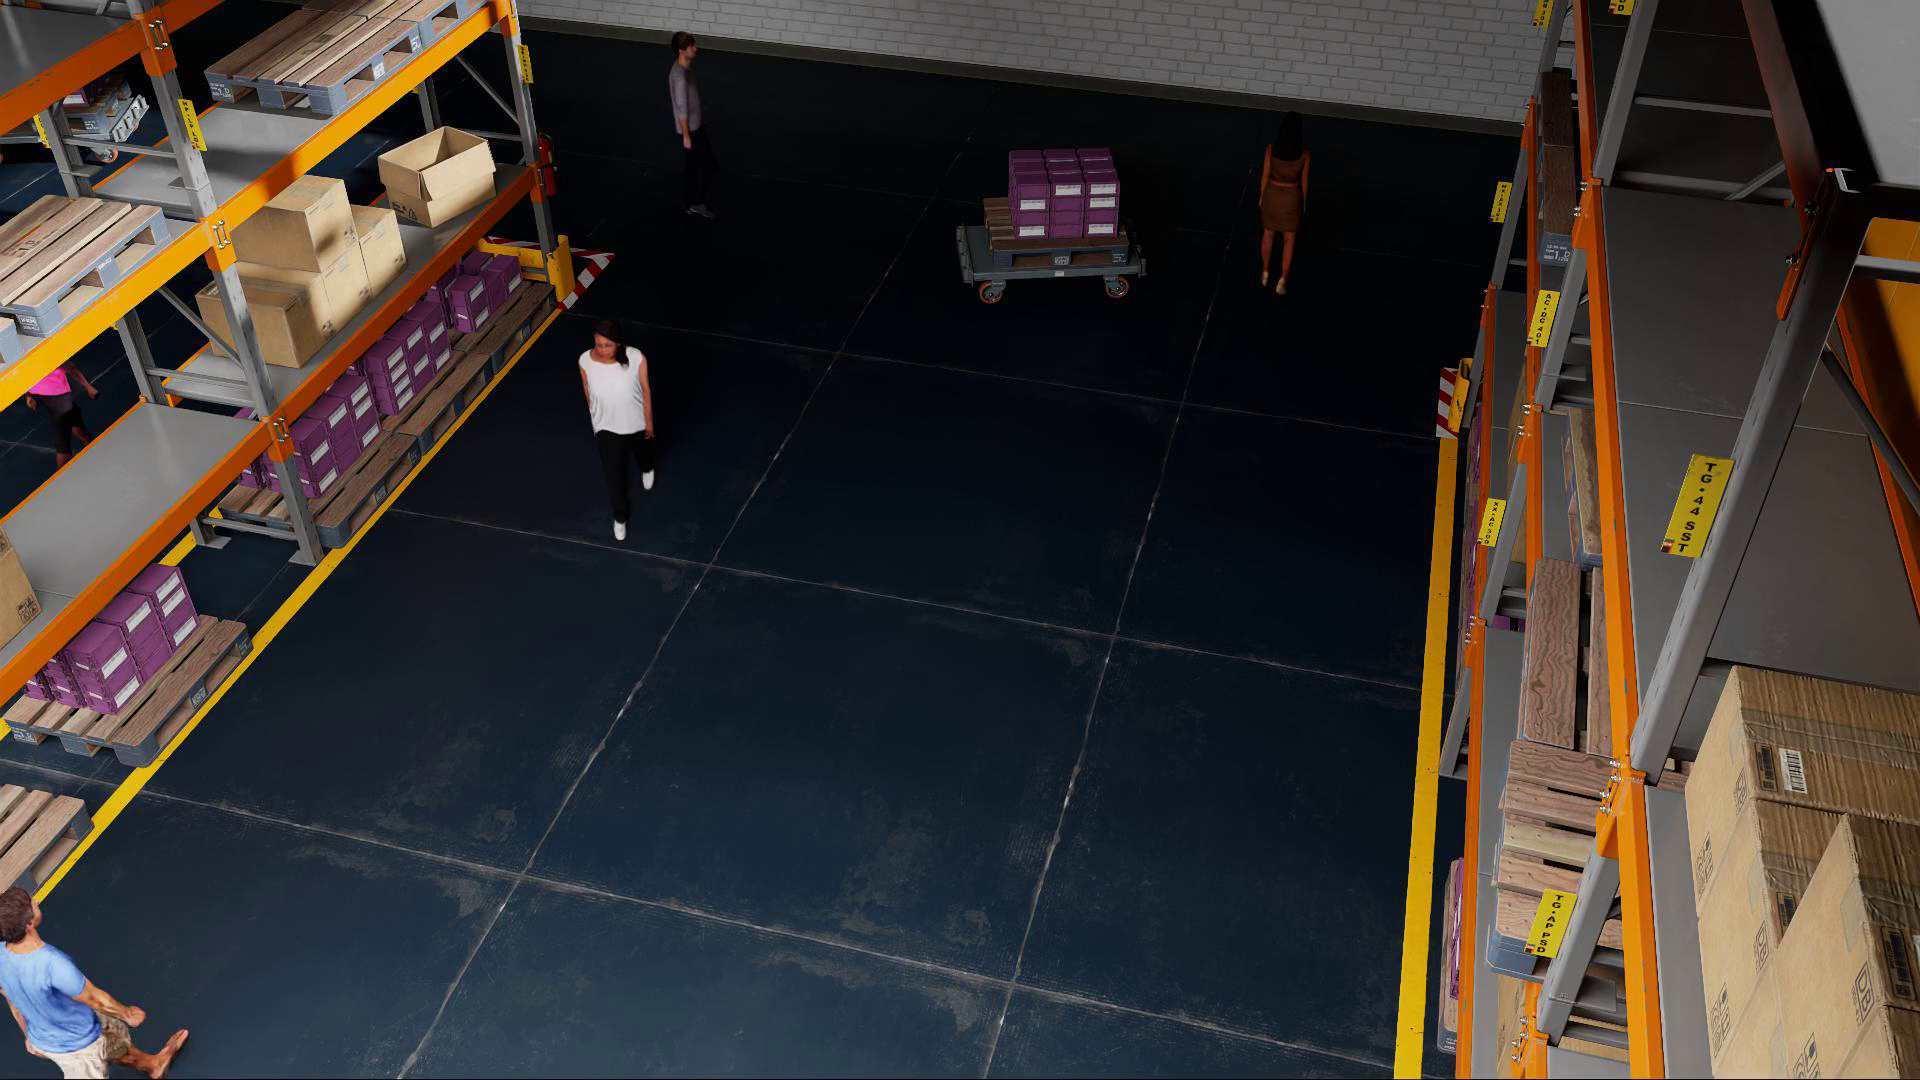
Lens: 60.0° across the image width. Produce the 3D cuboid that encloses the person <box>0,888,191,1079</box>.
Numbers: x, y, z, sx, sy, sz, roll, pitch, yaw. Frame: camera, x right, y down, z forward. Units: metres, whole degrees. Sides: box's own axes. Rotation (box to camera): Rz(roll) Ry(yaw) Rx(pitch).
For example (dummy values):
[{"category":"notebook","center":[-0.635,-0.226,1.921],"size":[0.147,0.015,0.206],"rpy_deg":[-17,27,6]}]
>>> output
[{"category":"person","center":[-4.265,2.427,7.880],"size":[0.750,1.815,1.263],"rpy_deg":[15,41,18]}]

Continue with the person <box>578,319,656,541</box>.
[{"category":"person","center":[-2.449,-0.905,12.181],"size":[0.917,1.654,1.181],"rpy_deg":[-5,39,-6]}]

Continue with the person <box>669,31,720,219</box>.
[{"category":"person","center":[-2.650,-3.933,15.828],"size":[0.827,1.835,0.685],"rpy_deg":[-2,39,-2]}]

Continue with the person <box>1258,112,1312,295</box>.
[{"category":"person","center":[2.854,-2.978,14.749],"size":[0.563,1.688,0.657],"rpy_deg":[9,40,12]}]
